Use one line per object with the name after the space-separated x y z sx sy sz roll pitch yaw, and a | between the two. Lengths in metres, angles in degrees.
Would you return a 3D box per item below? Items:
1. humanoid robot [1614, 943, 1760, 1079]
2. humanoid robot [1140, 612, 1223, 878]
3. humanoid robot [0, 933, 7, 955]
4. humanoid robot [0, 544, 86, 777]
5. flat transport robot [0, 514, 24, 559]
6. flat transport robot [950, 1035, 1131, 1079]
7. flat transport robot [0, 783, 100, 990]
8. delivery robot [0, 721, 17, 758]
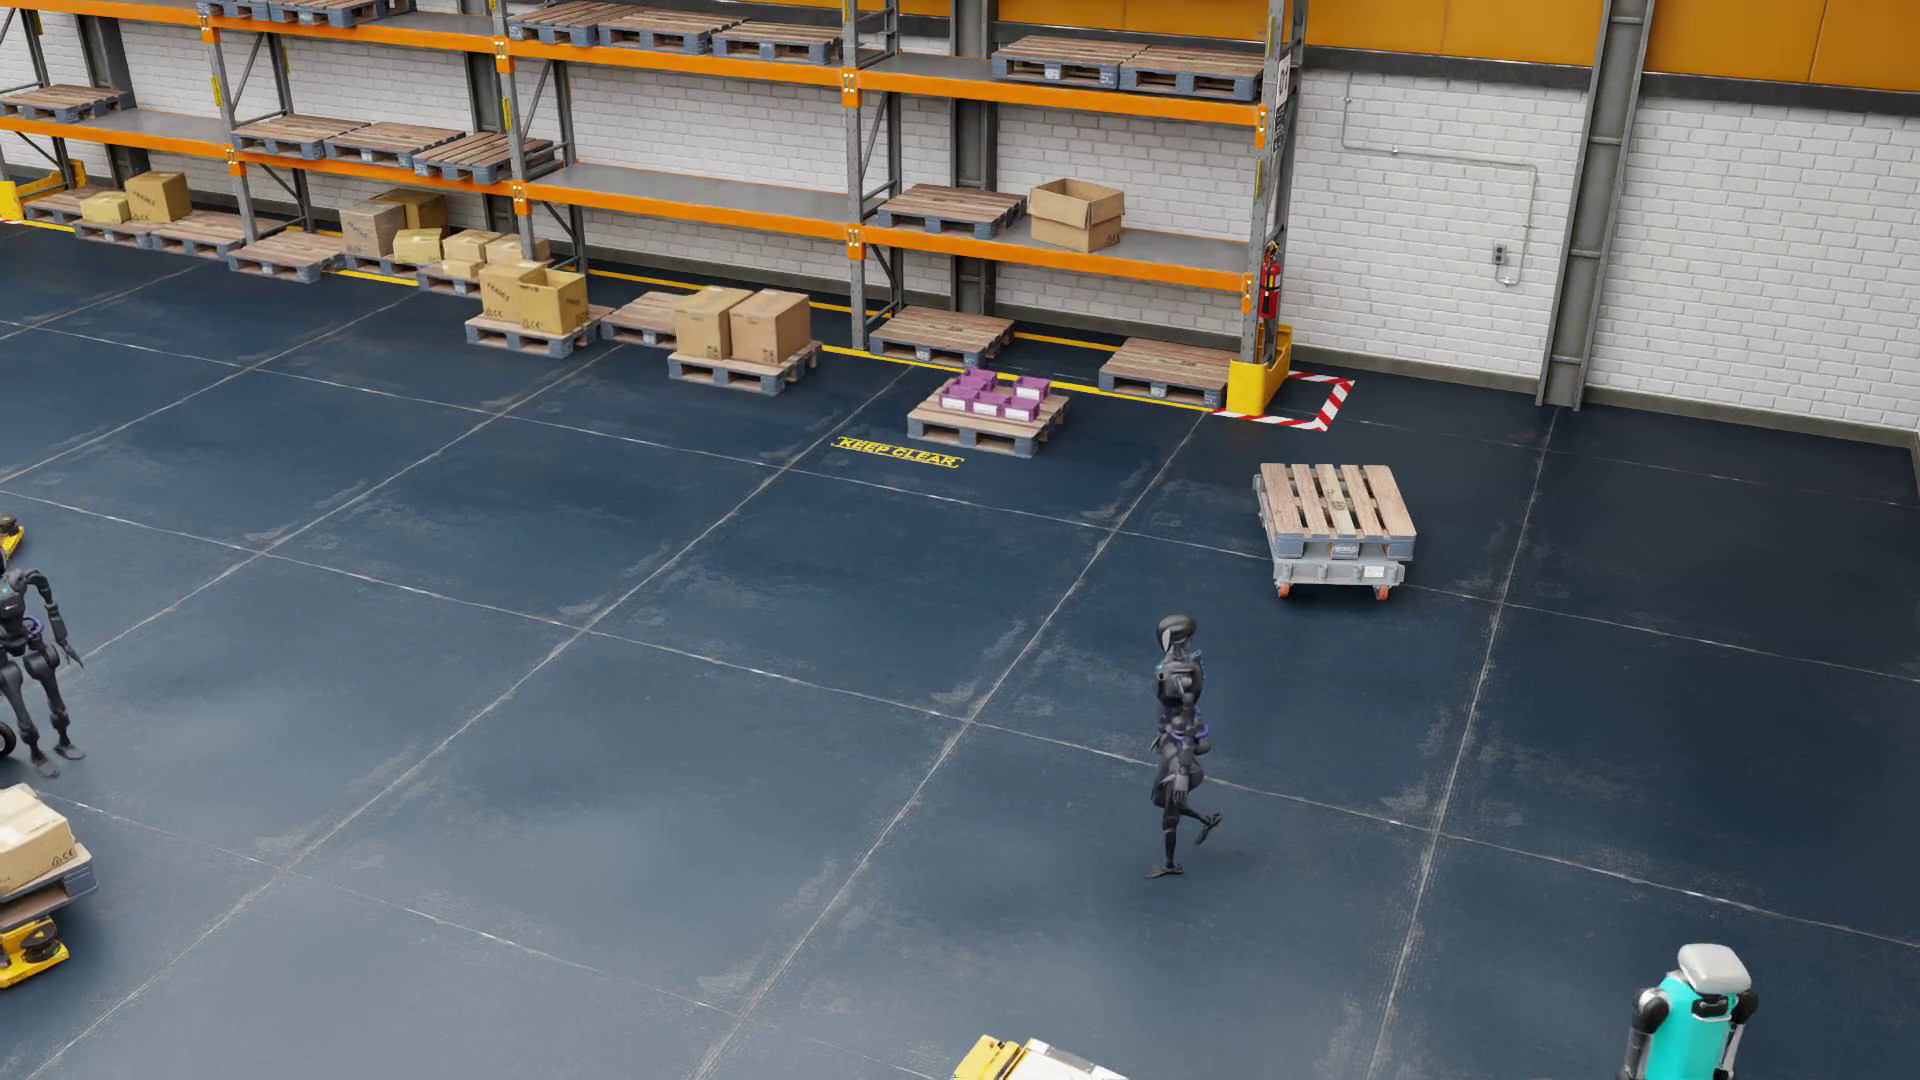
2.898 2.512 6.480 0.597 1.773 0.906 -5 28 -10 | humanoid robot
1.276 1.146 9.181 0.507 1.642 0.607 -3 27 -6 | humanoid robot
-5.182 1.562 8.399 0.598 1.657 0.603 23 35 37 | humanoid robot
-5.680 0.696 10.077 0.369 1.645 0.599 23 35 38 | humanoid robot
-8.055 0.091 12.755 1.431 0.231 0.659 -6 28 -11 | flat transport robot
0.566 2.732 7.634 1.431 0.231 0.659 15 31 27 | flat transport robot
-5.442 2.023 9.008 1.431 0.231 0.659 24 36 39 | flat transport robot
-6.291 1.238 10.216 0.774 0.592 0.499 -1 27 -2 | delivery robot
